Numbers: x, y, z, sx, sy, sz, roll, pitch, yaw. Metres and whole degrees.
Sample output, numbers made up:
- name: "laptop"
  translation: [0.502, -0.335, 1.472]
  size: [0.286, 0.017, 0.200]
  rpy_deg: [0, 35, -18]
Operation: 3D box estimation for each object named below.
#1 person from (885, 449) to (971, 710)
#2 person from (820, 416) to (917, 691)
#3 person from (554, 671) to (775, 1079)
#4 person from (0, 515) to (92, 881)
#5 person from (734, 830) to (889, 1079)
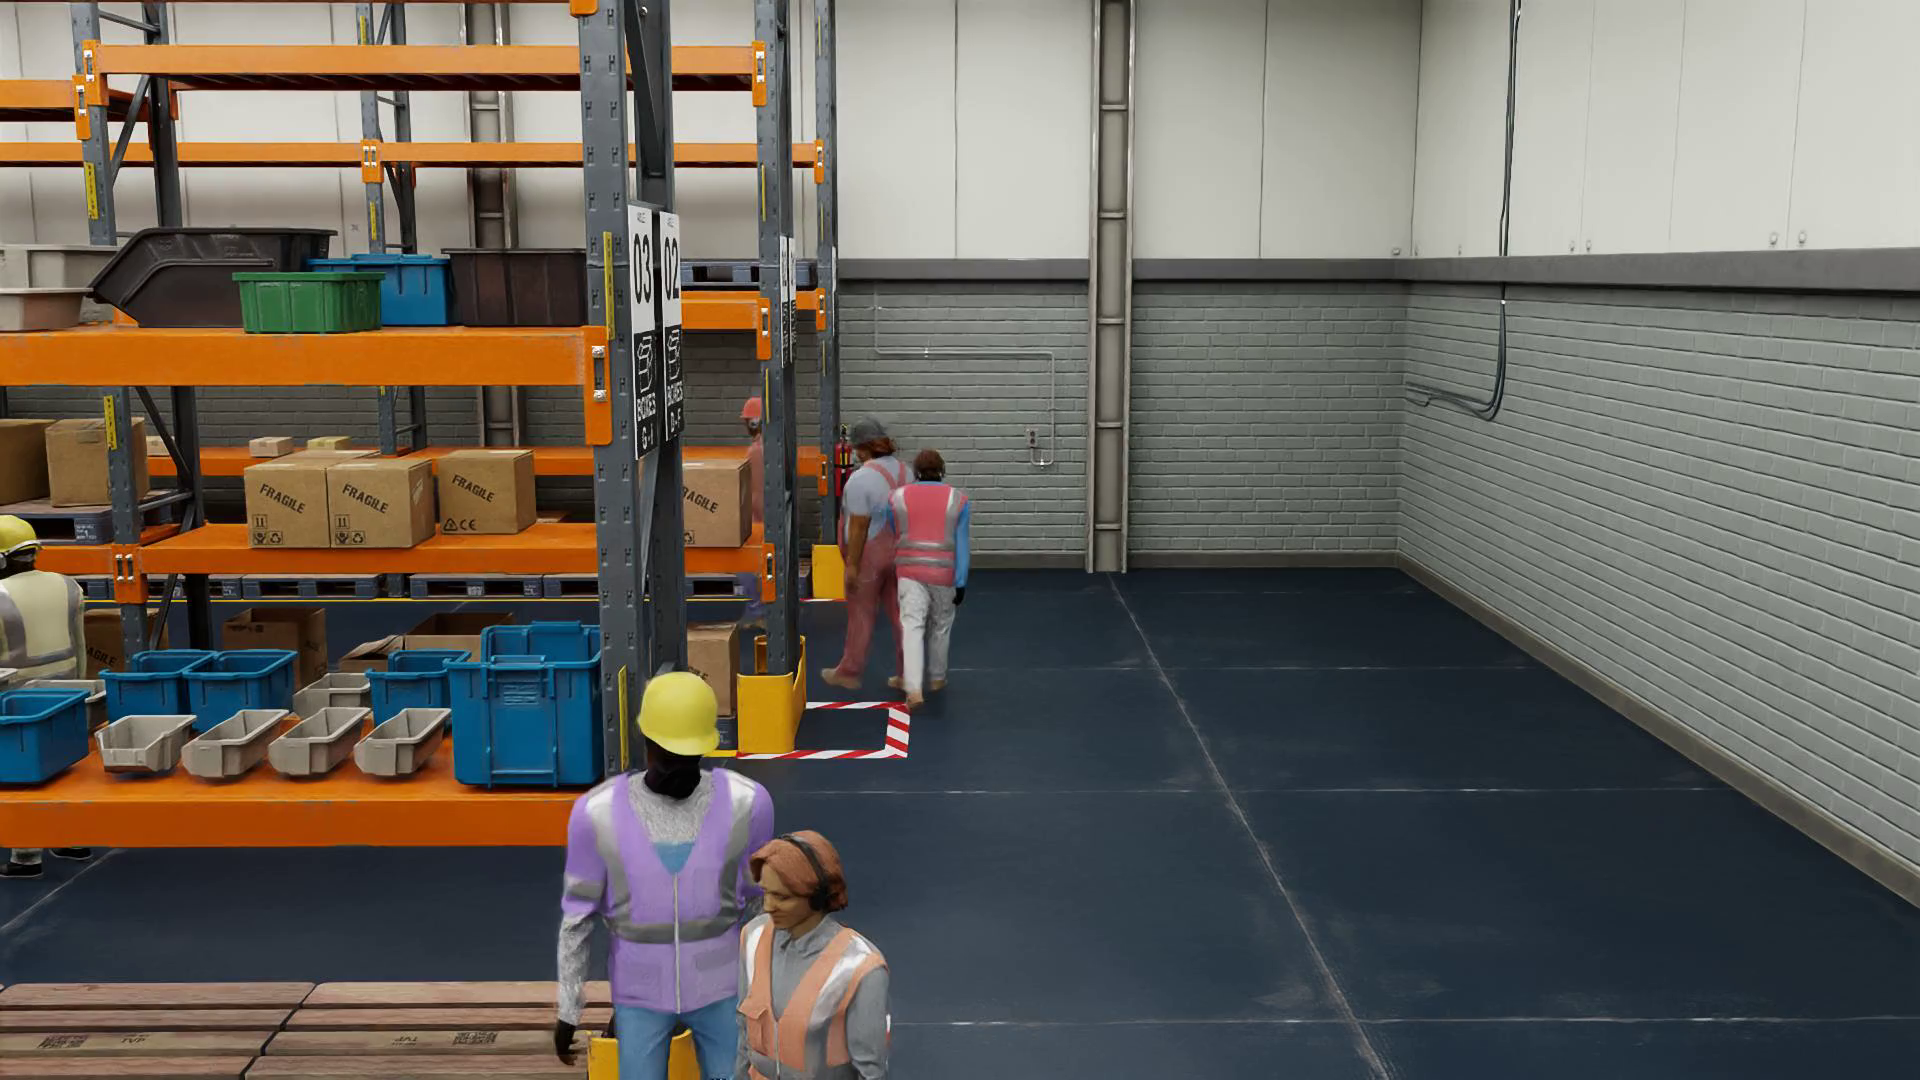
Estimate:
- name: "person"
  translation: [-0.241, 0.264, 11.622]
  size: [0.632, 1.791, 0.989]
  rpy_deg: [1, 9, 3]
- name: "person"
  translation: [-0.661, 0.082, 11.920]
  size: [0.873, 2.000, 0.731]
  rpy_deg: [7, 12, 38]
- name: "person"
  translation: [-0.839, 1.301, 4.858]
  size: [0.652, 1.913, 0.437]
  rpy_deg: [-2, 9, -11]
- name: "person"
  translation: [-4.649, 0.781, 8.315]
  size: [0.403, 1.824, 0.596]
  rpy_deg: [4, 10, 23]
- name: "person"
  translation: [-0.379, 1.531, 4.293]
  size: [0.524, 1.631, 0.321]
  rpy_deg: [8, 12, 40]
